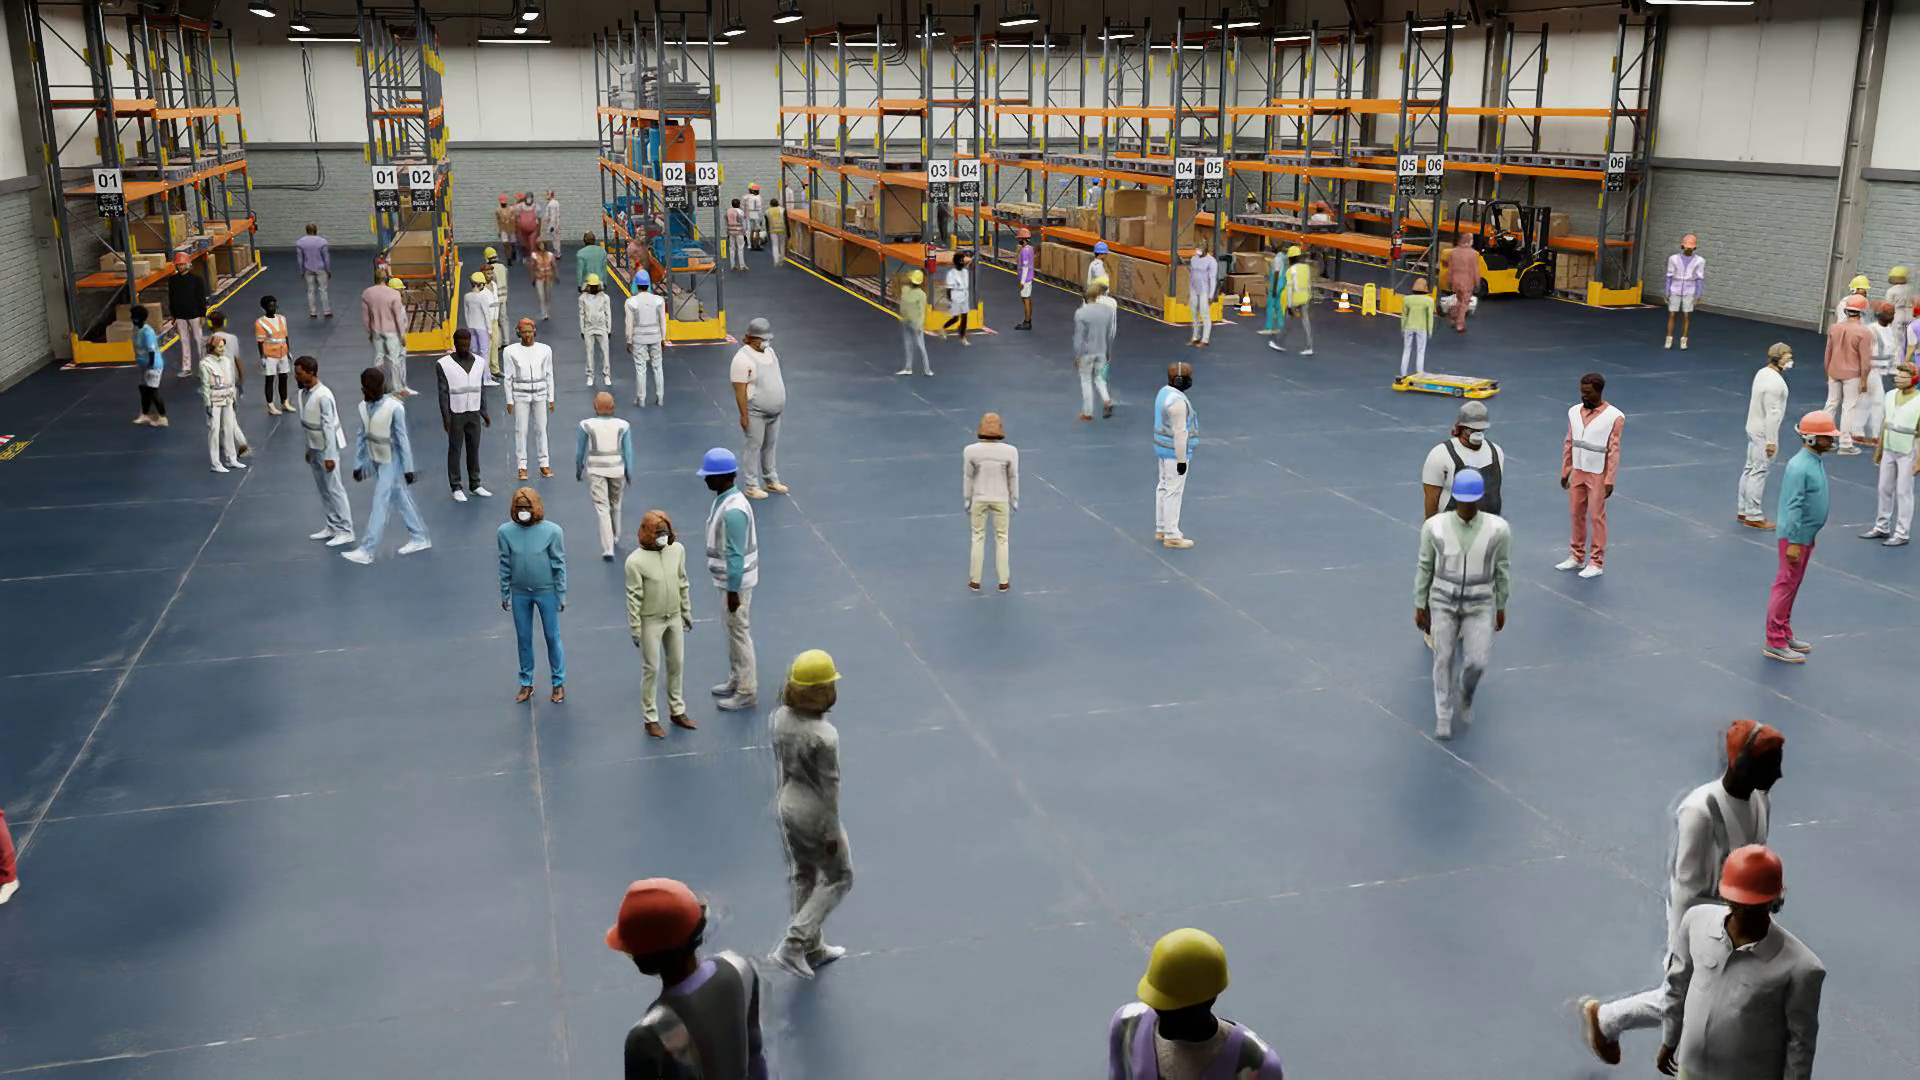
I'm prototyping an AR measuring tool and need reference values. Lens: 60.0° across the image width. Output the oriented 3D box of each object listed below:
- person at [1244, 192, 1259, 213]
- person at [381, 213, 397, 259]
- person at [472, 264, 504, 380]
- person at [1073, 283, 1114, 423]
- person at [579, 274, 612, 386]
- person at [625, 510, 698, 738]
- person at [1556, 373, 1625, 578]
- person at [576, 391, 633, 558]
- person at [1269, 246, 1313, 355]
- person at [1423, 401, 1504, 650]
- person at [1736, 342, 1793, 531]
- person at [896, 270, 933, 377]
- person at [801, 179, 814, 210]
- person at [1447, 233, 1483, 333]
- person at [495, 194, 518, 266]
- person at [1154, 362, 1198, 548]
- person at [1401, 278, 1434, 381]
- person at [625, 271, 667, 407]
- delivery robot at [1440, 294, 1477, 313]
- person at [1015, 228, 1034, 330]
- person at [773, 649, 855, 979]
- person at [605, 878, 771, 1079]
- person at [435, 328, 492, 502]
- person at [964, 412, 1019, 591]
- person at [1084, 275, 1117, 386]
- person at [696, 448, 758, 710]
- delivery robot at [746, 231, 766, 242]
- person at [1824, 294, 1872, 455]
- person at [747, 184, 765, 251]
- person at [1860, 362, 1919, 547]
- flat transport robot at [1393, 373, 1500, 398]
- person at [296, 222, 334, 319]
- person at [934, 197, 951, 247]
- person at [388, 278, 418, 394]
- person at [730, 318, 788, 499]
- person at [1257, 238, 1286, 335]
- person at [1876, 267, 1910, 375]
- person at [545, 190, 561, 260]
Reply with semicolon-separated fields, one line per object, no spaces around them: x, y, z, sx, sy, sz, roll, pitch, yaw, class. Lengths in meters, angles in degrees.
8.325;-9.077;47.662;0.487;1.746;0.287;13;20;41;person
-15.840;-8.719;46.130;0.429;1.843;0.633;-10;18;-32;person
-7.482;-3.449;26.322;0.394;1.832;0.574;4;15;16;person
1.821;-2.544;22.712;0.640;1.925;0.508;-10;18;-33;person
-5.641;-3.249;25.783;0.486;1.723;0.319;-3;15;-10;person
-2.083;0.575;11.575;0.298;1.622;0.509;13;20;41;person
5.884;-0.620;15.530;0.405;1.906;0.604;-8;17;-29;person
-3.456;-0.647;16.233;0.524;1.595;0.872;-6;16;-23;person
5.841;-4.170;28.962;0.597;1.863;1.016;-8;17;-29;person
4.080;-0.116;13.371;0.689;2.000;0.537;-4;15;-15;person
8.320;-1.077;17.193;0.375;1.936;0.628;3;15;12;person
-0.757;-3.457;26.572;0.343;1.720;0.658;-14;21;-43;person
-4.779;-10.263;51.777;0.376;1.928;0.545;10;18;32;person
9.641;-4.891;31.648;0.600;1.889;0.646;-9;17;-31;person
-12.060;-8.268;44.319;0.590;1.899;0.733;-2;15;-8;person
2.146;-0.853;16.527;0.429;1.841;0.633;-2;15;-8;person
7.164;-3.287;26.106;0.509;1.628;0.283;9;17;30;person
-4.525;-2.888;23.982;0.605;1.948;0.391;-8;17;-26;person
10.133;-4.833;33.793;0.707;0.478;0.477;-4;15;-15;delivery robot
1.237;-5.019;32.021;0.360;1.939;0.543;3;15;12;person
-0.763;1.383;8.336;0.411;1.730;0.485;-13;20;-40;person
-0.931;2.009;5.500;1.056;1.975;0.626;7;17;25;person
-5.502;-1.398;18.445;0.392;1.913;0.587;12;19;39;person
0.280;-0.339;15.010;0.498;1.627;0.273;1;15;4;person
2.125;-3.173;25.422;0.531;1.747;0.656;3;15;12;person
-1.679;0.275;12.110;0.420;1.934;0.614;-4;16;-16;person
-6.257;-9.255;50.432;0.707;0.478;0.477;3;15;12;delivery robot
11.092;-2.066;20.794;0.373;1.997;0.616;-6;16;-22;person
-5.949;-9.402;48.519;0.551;1.932;0.378;13;20;40;person
9.385;-0.856;16.551;0.389;1.839;0.573;-4;15;-14;person
7.364;-2.353;25.184;1.431;0.197;0.652;11;19;36;flat transport robot
-13.012;-5.425;33.556;0.627;1.936;0.374;-1;15;-5;person
-0.498;-9.724;49.976;0.514;1.821;0.796;3;15;11;person
-8.438;-3.064;25.039;0.295;1.744;0.485;-10;18;-34;person
-2.203;-1.481;18.508;0.535;2.000;0.681;8;17;29;person
5.906;-4.749;31.204;0.528;1.834;0.547;6;16;20;person
15.024;-3.566;26.959;0.512;1.709;0.784;-8;17;-28;person
-11.273;-8.720;46.011;0.402;1.904;0.652;-2;15;-6;person
